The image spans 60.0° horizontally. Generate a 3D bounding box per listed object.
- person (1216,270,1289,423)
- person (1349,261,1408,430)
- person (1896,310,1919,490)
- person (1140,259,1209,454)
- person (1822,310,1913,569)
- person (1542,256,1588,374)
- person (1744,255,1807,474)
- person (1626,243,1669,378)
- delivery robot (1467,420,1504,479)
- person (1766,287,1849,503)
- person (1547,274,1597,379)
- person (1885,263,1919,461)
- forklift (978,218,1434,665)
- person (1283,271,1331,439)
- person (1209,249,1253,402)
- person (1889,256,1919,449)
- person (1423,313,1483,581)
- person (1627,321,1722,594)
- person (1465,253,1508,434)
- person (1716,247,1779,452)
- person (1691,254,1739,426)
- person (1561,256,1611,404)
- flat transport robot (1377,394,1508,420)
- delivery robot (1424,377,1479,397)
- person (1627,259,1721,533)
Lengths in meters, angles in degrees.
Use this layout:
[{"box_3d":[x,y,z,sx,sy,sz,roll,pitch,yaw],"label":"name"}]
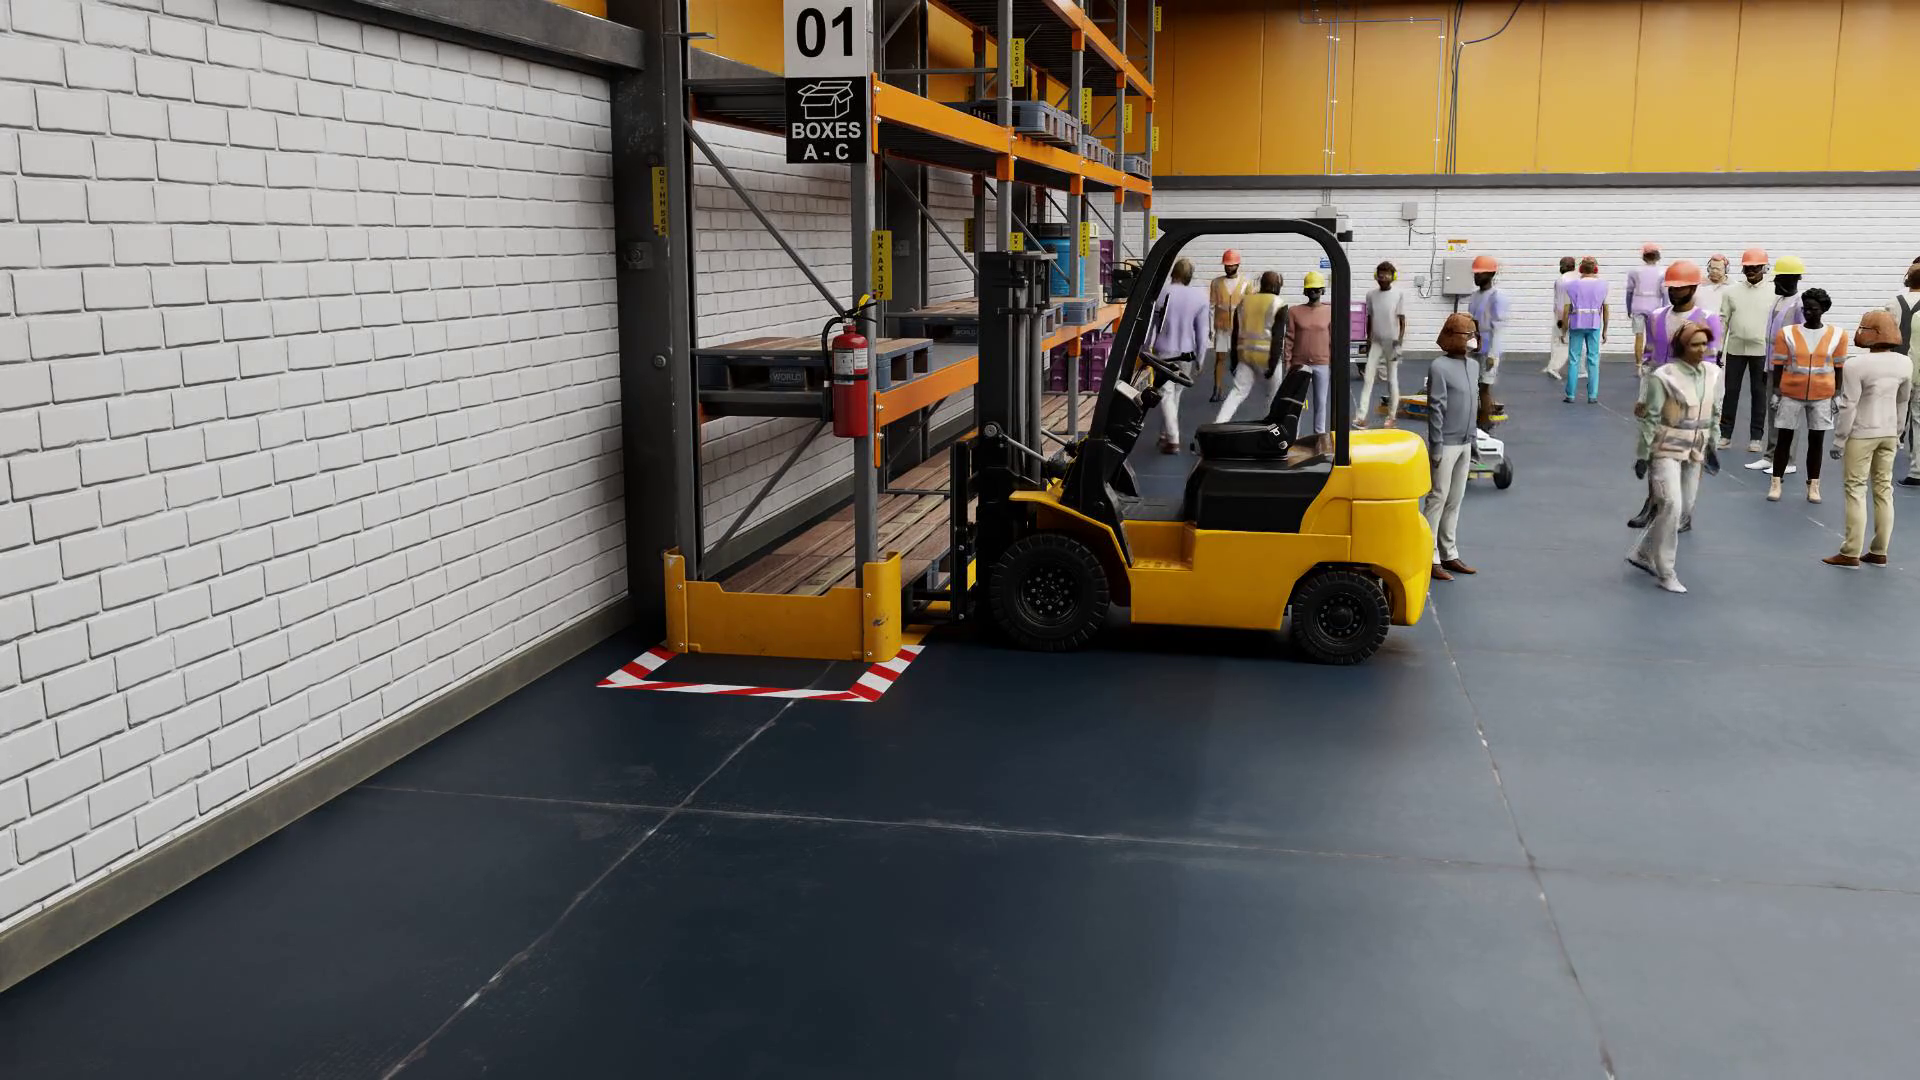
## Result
[{"box_3d":[2.887,-1.777,16.452,0.647,1.784,1.001,10,14,44],"label":"person"},{"box_3d":[4.539,-2.073,17.912,0.500,1.826,0.885,7,12,32],"label":"person"},{"box_3d":[8.094,-1.327,13.801,0.600,1.827,0.404,-1,10,-7],"label":"person"},{"box_3d":[2.077,-1.784,16.227,0.642,1.887,0.978,-1,10,-4],"label":"person"},{"box_3d":[5.744,-0.631,10.517,0.505,1.636,0.277,-3,11,-15],"label":"person"},{"box_3d":[9.311,-3.401,25.249,0.637,1.811,0.875,-6,12,-30],"label":"person"},{"box_3d":[7.282,-1.544,14.724,0.370,1.927,0.588,0,10,-1],"label":"person"},{"box_3d":[10.333,-3.448,25.020,0.609,1.975,1.083,4,11,22],"label":"person"},{"box_3d":[4.284,-0.772,13.999,0.477,0.478,0.707,-1,10,-6],"label":"delivery robot"},{"box_3d":[6.674,-1.135,13.111,0.537,1.696,0.321,4,11,23],"label":"person"},{"box_3d":[9.032,-3.160,24.489,0.799,1.593,0.535,-2,10,-9],"label":"person"},{"box_3d":[8.917,-1.662,15.601,0.507,1.845,0.345,9,14,42],"label":"person"},{"box_3d":[1.285,-0.567,8.635,2.313,2.155,1.214,2,11,11],"label":"forklift"},{"box_3d":[3.346,-1.672,15.865,0.524,1.769,0.316,2,11,12],"label":"person"},{"box_3d":[3.415,-2.697,21.017,0.550,1.933,0.373,2,11,13],"label":"person"},{"box_3d":[9.336,-1.805,16.185,0.399,1.916,0.590,-5,12,-27],"label":"person"},{"box_3d":[3.033,-0.575,10.216,0.501,1.633,0.279,-10,14,-44],"label":"person"},{"box_3d":[4.219,-0.514,9.949,0.530,1.609,0.583,-5,11,-24],"label":"person"},{"box_3d":[5.223,-1.900,16.685,0.400,1.922,0.549,-4,11,-23],"label":"person"},{"box_3d":[7.706,-1.857,16.250,0.621,1.992,0.397,8,13,36],"label":"person"},{"box_3d":[8.354,-2.217,18.490,0.637,1.902,0.406,5,11,24],"label":"person"},{"box_3d":[7.850,-2.630,20.900,0.565,1.846,0.389,2,11,12],"label":"person"},{"box_3d":[5.545,-1.526,19.167,0.652,0.197,1.431,-5,12,-27],"label":"flat transport robot"},{"box_3d":[5.910,-1.853,19.920,0.707,0.478,0.477,-6,12,-29],"label":"delivery robot"},{"box_3d":[5.067,-1.014,11.807,0.380,1.934,0.548,-7,12,-33],"label":"person"}]
